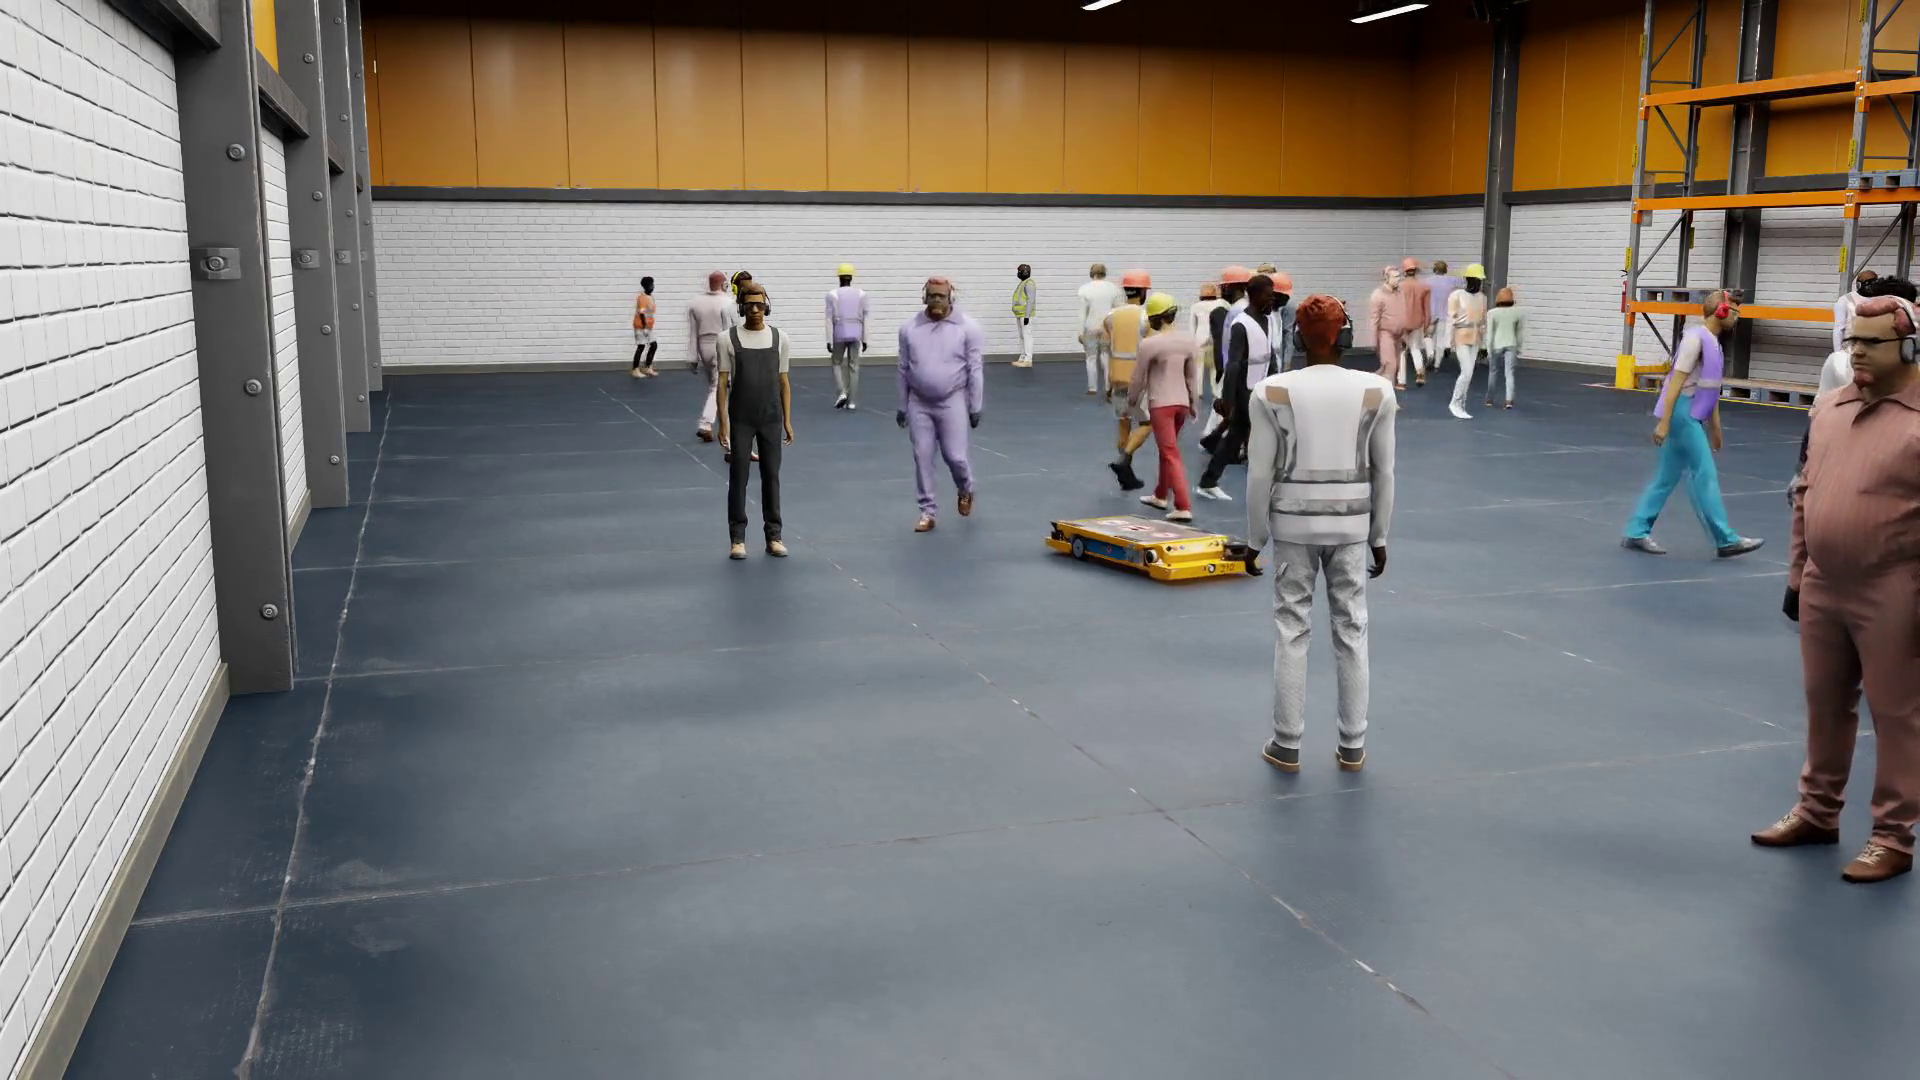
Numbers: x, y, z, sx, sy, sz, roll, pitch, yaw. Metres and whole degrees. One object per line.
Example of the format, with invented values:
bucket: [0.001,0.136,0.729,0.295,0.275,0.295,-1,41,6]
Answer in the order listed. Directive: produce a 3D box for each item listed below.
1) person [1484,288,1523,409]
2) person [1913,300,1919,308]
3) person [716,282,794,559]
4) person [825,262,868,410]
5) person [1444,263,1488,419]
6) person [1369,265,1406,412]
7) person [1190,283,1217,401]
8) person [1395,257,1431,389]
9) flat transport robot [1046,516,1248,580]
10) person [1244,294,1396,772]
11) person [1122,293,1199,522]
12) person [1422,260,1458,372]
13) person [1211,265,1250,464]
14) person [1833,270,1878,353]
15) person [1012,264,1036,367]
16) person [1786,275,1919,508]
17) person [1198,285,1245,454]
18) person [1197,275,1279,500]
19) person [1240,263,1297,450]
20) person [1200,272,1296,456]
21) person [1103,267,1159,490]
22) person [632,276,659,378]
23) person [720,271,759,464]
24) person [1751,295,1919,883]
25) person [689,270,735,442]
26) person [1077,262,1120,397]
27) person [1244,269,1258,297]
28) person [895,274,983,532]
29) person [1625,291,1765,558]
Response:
person: [7.183,-2.532,21.974,0.511,1.588,0.881,0,10,2]
person: [8.260,-1.298,14.667,0.522,1.636,0.310,-7,12,-36]
person: [-1.371,-0.794,11.144,0.513,1.845,0.335,-4,10,-20]
person: [-1.479,-2.651,21.685,0.601,1.910,0.428,-3,10,-18]
person: [6.224,-2.420,20.364,0.629,1.907,0.461,-5,11,-29]
person: [5.510,-2.623,21.618,0.646,1.885,0.730,-9,14,-44]
person: [3.433,-2.744,23.074,0.501,1.633,0.284,4,11,22]
person: [6.701,-3.214,24.780,0.622,1.973,0.583,0,10,-2]
flat transport robot: [1.219,0.028,10.937,0.652,0.197,1.431,-5,11,-29]
person: [1.407,-0.017,6.540,0.576,1.883,0.362,1,10,3]
person: [1.523,-1.024,12.802,0.525,1.727,0.820,-7,12,-37]
person: [8.165,-3.819,28.436,0.648,1.920,0.441,2,10,12]
person: [2.670,-1.666,15.960,0.455,1.920,0.555,5,11,26]
person: [10.414,-2.190,19.237,0.626,1.843,0.430,-1,10,-3]
person: [1.148,-4.035,29.921,0.429,1.844,0.627,-2,10,-12]
person: [4.383,-0.310,8.097,0.965,1.918,0.645,-7,12,-34]
person: [2.675,-1.757,16.849,0.624,1.837,0.651,4,10,19]
person: [2.357,-1.211,13.521,0.995,1.873,0.594,5,11,28]
person: [3.118,-1.852,17.000,0.630,1.940,0.371,7,12,35]
person: [2.818,-1.655,16.112,0.973,1.875,0.558,7,12,33]
person: [1.430,-1.353,14.161,0.550,1.920,0.591,7,12,34]
person: [-5.158,-3.461,27.083,0.508,1.658,0.548,2,10,13]
person: [-2.112,-1.670,16.152,0.310,1.868,0.532,6,12,31]
person: [2.968,0.158,5.465,0.403,1.904,0.651,-3,10,-19]
person: [-2.640,-2.008,18.136,0.660,1.867,0.983,5,11,25]
person: [1.960,-2.953,23.442,0.630,1.922,0.598,-3,10,-17]
person: [3.989,-2.752,22.555,0.623,1.815,0.463,9,13,43]
person: [-0.146,-1.017,12.319,0.652,1.891,0.597,3,10,15]
person: [4.973,-0.764,11.150,0.920,1.779,0.652,6,11,31]
